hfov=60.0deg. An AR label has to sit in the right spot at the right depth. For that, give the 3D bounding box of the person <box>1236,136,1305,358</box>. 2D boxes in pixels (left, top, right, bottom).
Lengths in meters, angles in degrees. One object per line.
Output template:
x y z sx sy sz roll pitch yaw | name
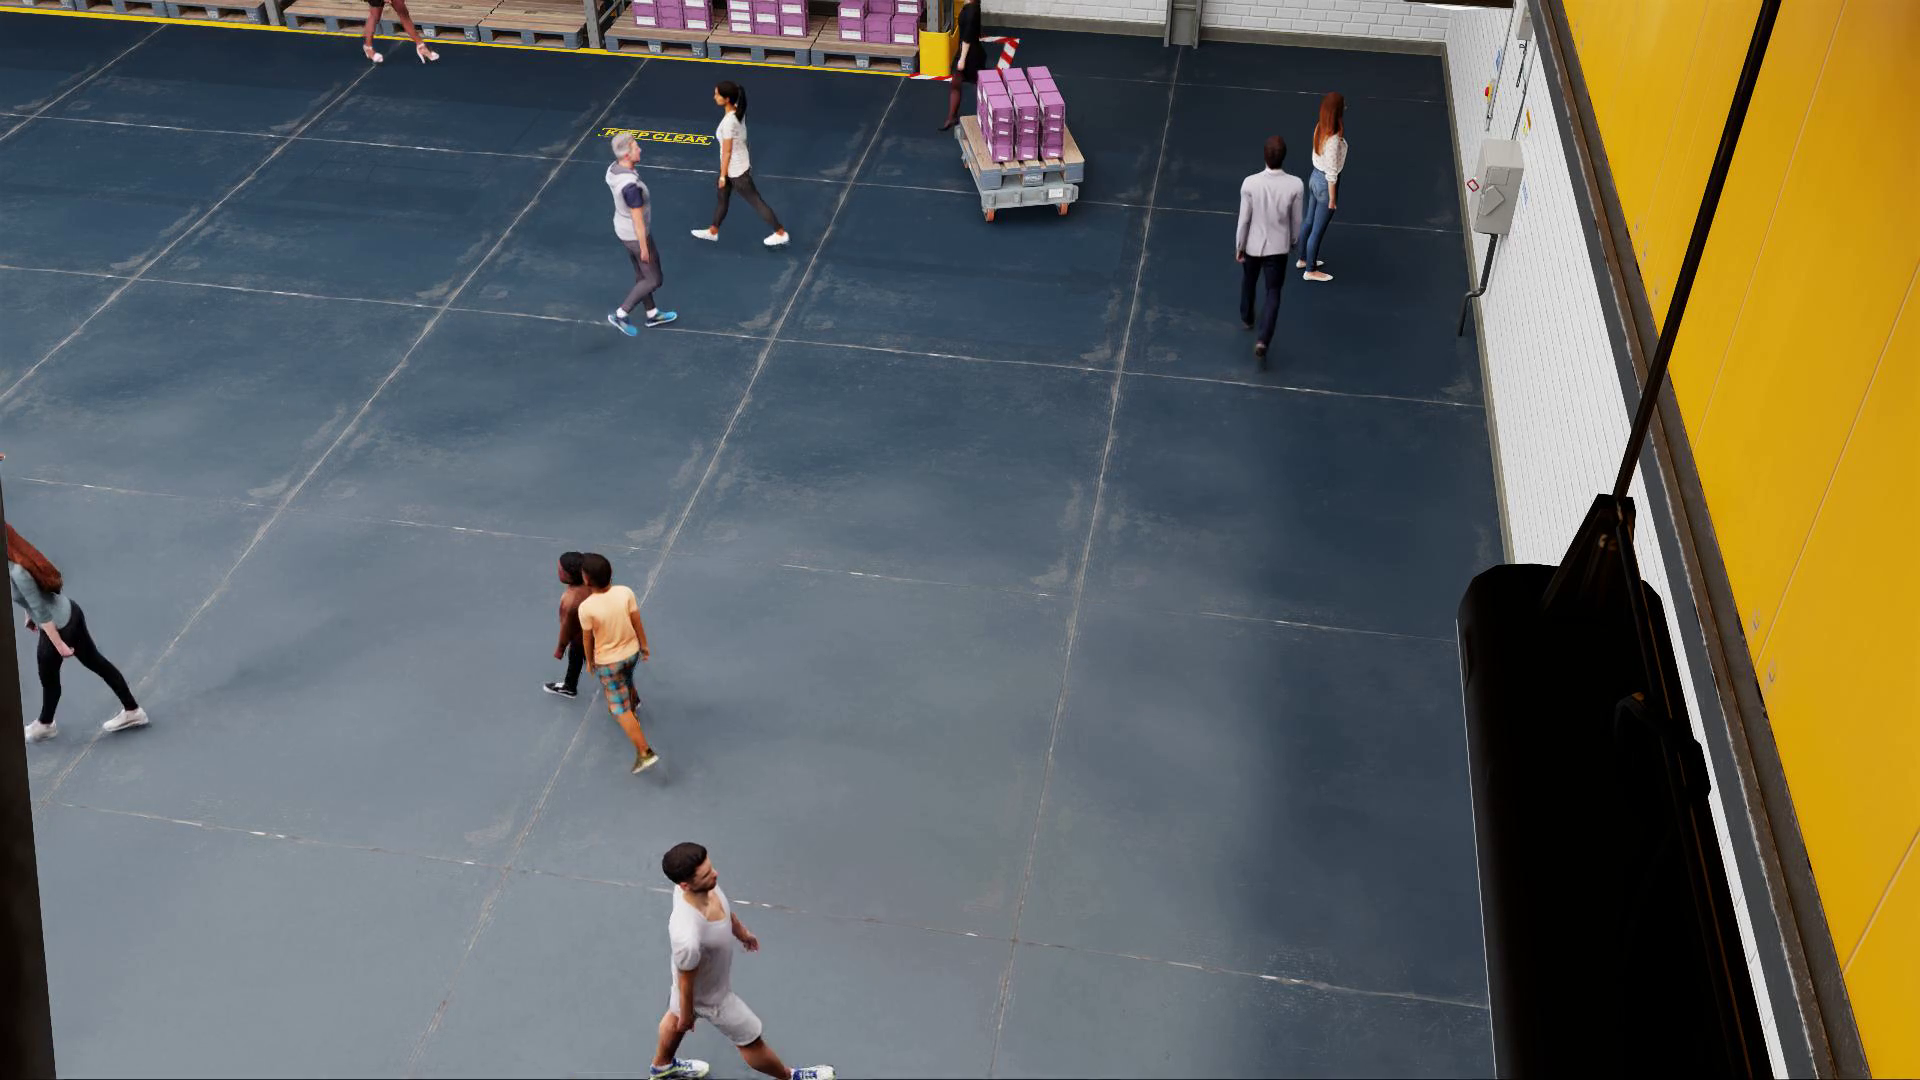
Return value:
2.520 -2.381 13.681 1.080 1.823 0.771 8 39 10 | person

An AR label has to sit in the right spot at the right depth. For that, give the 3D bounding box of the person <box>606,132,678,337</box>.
-2.771 -2.517 13.859 1.037 1.815 0.959 -16 41 -20 | person

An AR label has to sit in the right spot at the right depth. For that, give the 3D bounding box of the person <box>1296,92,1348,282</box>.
3.205 -3.131 14.696 0.606 1.728 0.631 -4 39 -5 | person

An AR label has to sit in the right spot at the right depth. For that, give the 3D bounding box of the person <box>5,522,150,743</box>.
-5.404 0.524 10.146 1.103 1.695 0.904 -13 41 -16 | person

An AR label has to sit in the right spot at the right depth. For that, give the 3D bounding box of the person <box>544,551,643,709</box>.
-2.287 0.608 10.418 0.903 1.224 0.561 3 39 4 | person

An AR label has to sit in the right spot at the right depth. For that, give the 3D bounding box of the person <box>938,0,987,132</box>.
0.210 -4.915 16.977 1.102 1.669 0.744 -1 39 -2 | person

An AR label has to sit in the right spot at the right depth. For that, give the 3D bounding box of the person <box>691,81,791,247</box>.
-1.935 -3.362 15.092 1.180 1.596 0.671 2 39 2 | person

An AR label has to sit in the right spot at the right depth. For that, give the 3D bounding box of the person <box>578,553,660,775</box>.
-2.059 0.743 10.081 0.874 1.433 0.988 -31 48 -33 | person

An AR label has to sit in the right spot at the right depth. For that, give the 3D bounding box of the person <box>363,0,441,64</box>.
-6.464 -6.066 18.365 1.082 1.737 0.583 6 39 7 | person

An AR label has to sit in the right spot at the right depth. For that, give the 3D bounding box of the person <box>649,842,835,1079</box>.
-1.337 2.112 8.071 1.260 1.804 0.894 -3 39 -4 | person
